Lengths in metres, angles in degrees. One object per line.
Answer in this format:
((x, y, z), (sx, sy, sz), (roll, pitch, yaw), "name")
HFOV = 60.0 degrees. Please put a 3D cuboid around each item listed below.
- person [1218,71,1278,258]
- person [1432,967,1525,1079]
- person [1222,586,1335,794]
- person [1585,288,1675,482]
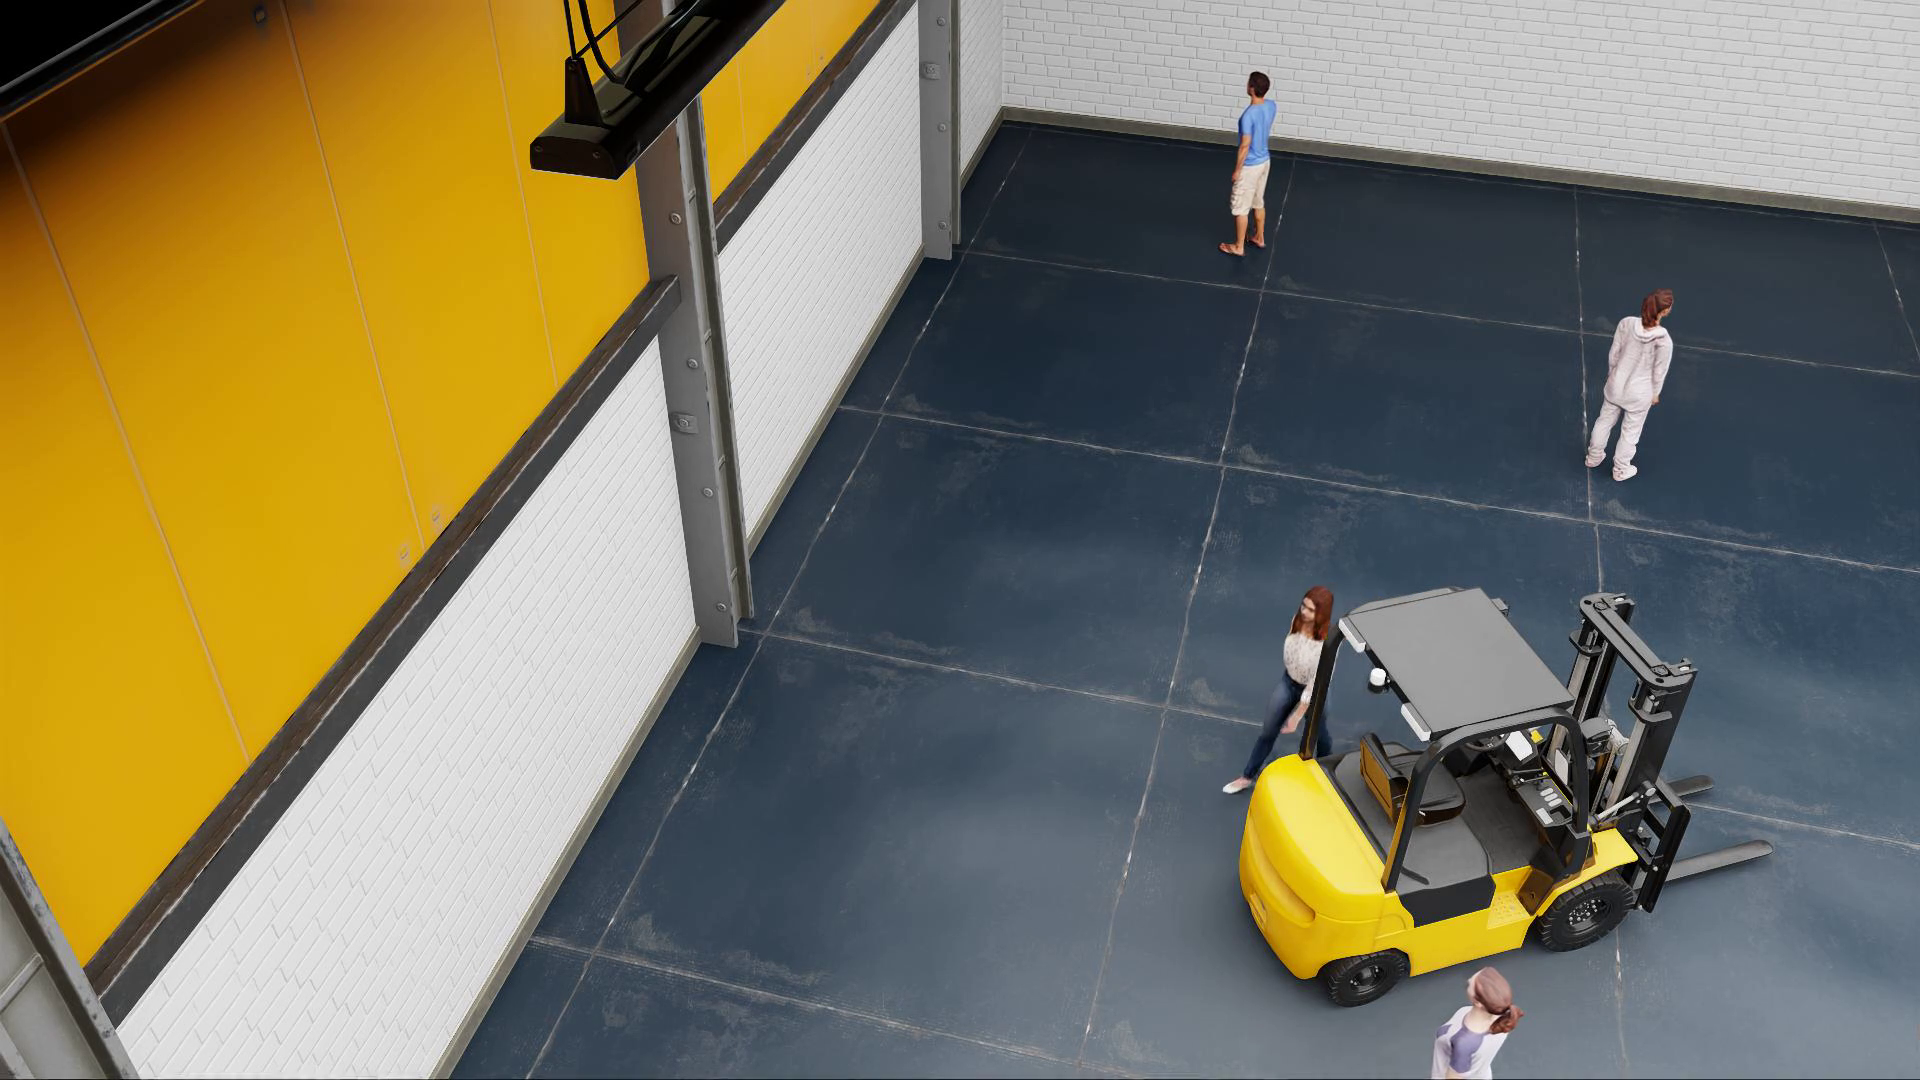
((2.881, -3.707, 16.357), (0.708, 1.878, 0.813), (-31, 48, -33), "person")
((2.515, 2.741, 8.372), (0.665, 1.768, 0.741), (-28, 46, -30), "person")
((2.287, 0.950, 10.673), (1.093, 1.695, 1.020), (-22, 43, -25), "person")
((5.429, -1.265, 13.451), (0.754, 1.691, 0.732), (-28, 47, -31), "person")
